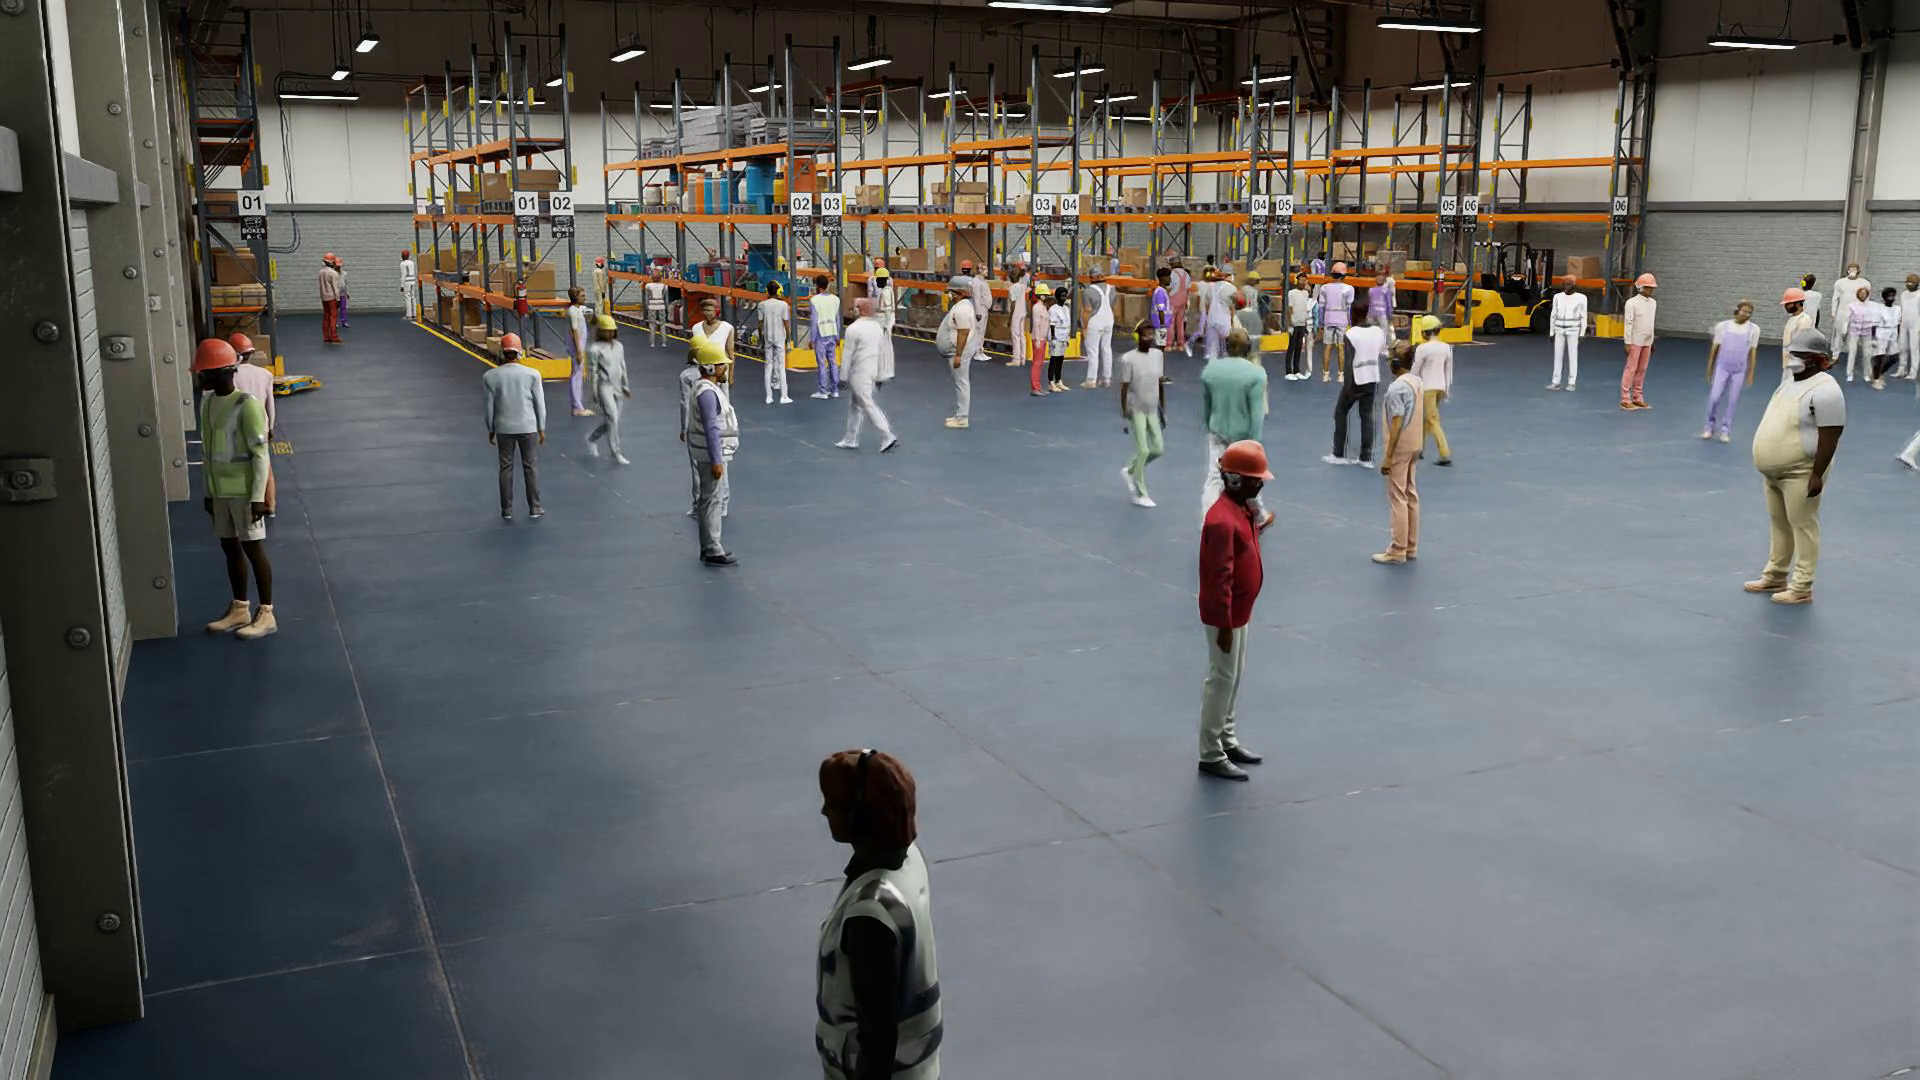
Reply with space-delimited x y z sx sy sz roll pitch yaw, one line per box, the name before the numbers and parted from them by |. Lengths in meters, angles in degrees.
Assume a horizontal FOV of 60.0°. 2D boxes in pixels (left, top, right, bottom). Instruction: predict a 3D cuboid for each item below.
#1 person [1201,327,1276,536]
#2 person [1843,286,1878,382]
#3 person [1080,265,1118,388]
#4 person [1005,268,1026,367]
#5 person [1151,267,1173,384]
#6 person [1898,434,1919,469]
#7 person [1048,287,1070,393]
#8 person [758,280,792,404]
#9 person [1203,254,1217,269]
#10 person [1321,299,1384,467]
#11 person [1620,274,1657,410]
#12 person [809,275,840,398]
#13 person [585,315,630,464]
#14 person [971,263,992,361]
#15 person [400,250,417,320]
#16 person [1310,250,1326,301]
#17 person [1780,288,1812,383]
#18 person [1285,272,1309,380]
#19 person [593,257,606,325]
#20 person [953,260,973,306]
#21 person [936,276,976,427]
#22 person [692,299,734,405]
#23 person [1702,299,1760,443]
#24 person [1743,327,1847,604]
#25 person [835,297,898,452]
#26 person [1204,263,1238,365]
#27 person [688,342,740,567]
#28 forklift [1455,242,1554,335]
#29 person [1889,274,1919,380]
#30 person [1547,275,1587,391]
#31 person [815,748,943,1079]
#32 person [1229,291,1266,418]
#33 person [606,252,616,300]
person | 2.427 -0.908 14.532 0.637 1.881 1.028 8 13 34
person | 15.417 -3.524 28.492 0.548 1.630 0.366 4 12 18
person | 2.236 -3.535 27.497 0.673 2.000 0.536 -8 13 -34
person | 1.055 -4.181 31.275 0.351 1.846 0.506 7 13 32
person | 3.418 -3.632 28.179 0.364 1.965 0.609 0 11 2
person | 10.962 -1.546 18.494 0.826 1.604 0.514 6 13 28
person | 1.601 -3.236 26.848 0.322 1.697 0.532 7 13 32
person | -2.806 -3.000 25.211 0.519 1.874 0.326 2 11 12
person | 7.309 -7.567 48.923 0.536 1.670 0.719 -9 14 -39
person | 4.498 -1.799 19.034 0.607 1.895 0.724 -6 13 -28
person | 9.986 -2.903 24.402 0.624 1.991 0.390 -7 13 -30
person | -2.105 -3.174 25.974 0.371 1.916 0.597 10 15 41
person | -4.113 -1.753 19.258 0.723 1.716 0.489 7 13 31
person | 0.434 -4.474 32.612 0.410 1.909 0.643 2 11 12
person | -14.960 -6.910 45.054 0.356 1.883 0.574 3 11 14
person | 10.188 -7.269 46.974 0.627 1.847 0.429 -6 13 -29
person | 10.691 -2.271 21.391 0.390 1.923 0.548 2 11 8
person | 5.863 -3.702 28.799 0.520 1.865 0.332 -9 14 -39
person | -9.232 -6.389 42.728 0.327 1.752 0.563 -6 13 -28
person | 0.126 -4.700 33.712 0.546 1.928 0.384 5 12 22
person | -0.054 -2.544 22.460 0.537 2.000 0.682 0 11 2
person | -3.024 -2.054 20.500 0.561 1.837 0.380 4 12 21
person | 9.666 -2.103 20.812 0.546 1.813 0.408 4 12 22
person | 6.169 -0.556 12.355 0.539 2.000 0.689 -1 11 -3
person | -1.142 -2.003 20.168 0.953 1.869 0.637 6 13 28
person | 4.498 -3.681 28.237 0.536 2.000 0.682 -8 14 -36
person | -2.015 -0.704 13.636 0.403 1.834 0.587 -3 12 -15
forklift | 13.047 -6.049 39.881 2.313 2.155 1.214 -5 12 -23
person | 16.467 -3.689 28.824 0.369 1.835 0.510 -4 12 -22
person | 9.859 -3.361 27.013 0.584 1.882 0.337 10 15 42
person | -0.193 1.290 4.000 0.310 1.638 0.523 1 11 5
person | 3.962 -2.608 23.443 0.951 1.774 0.637 11 15 43
person | -9.851 -7.249 47.074 0.321 1.766 0.535 1 11 6
